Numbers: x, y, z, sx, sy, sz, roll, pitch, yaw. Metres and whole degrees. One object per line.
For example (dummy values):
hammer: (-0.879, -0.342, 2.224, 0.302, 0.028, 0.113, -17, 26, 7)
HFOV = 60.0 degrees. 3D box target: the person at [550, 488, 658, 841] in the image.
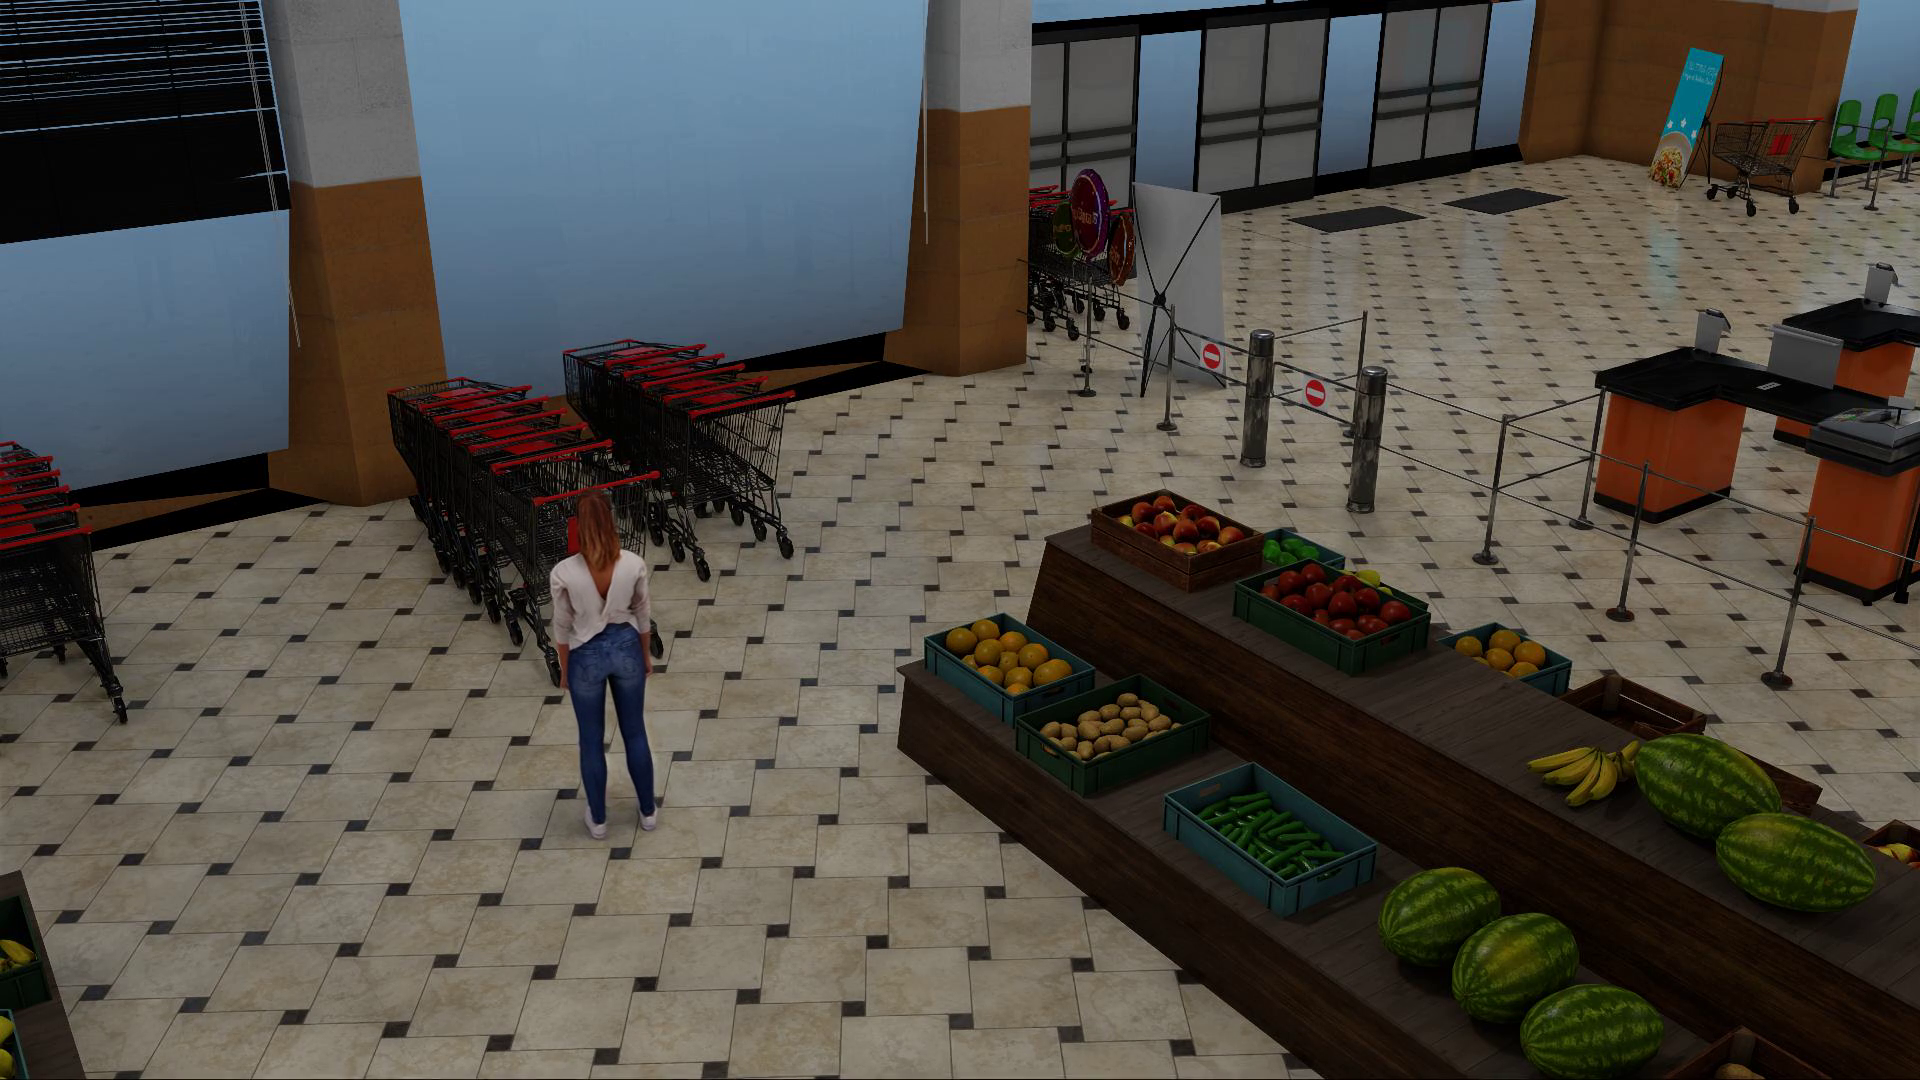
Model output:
person: (-1.622, 0.575, 7.631, 0.632, 1.721, 0.572, -10, 26, -22)
